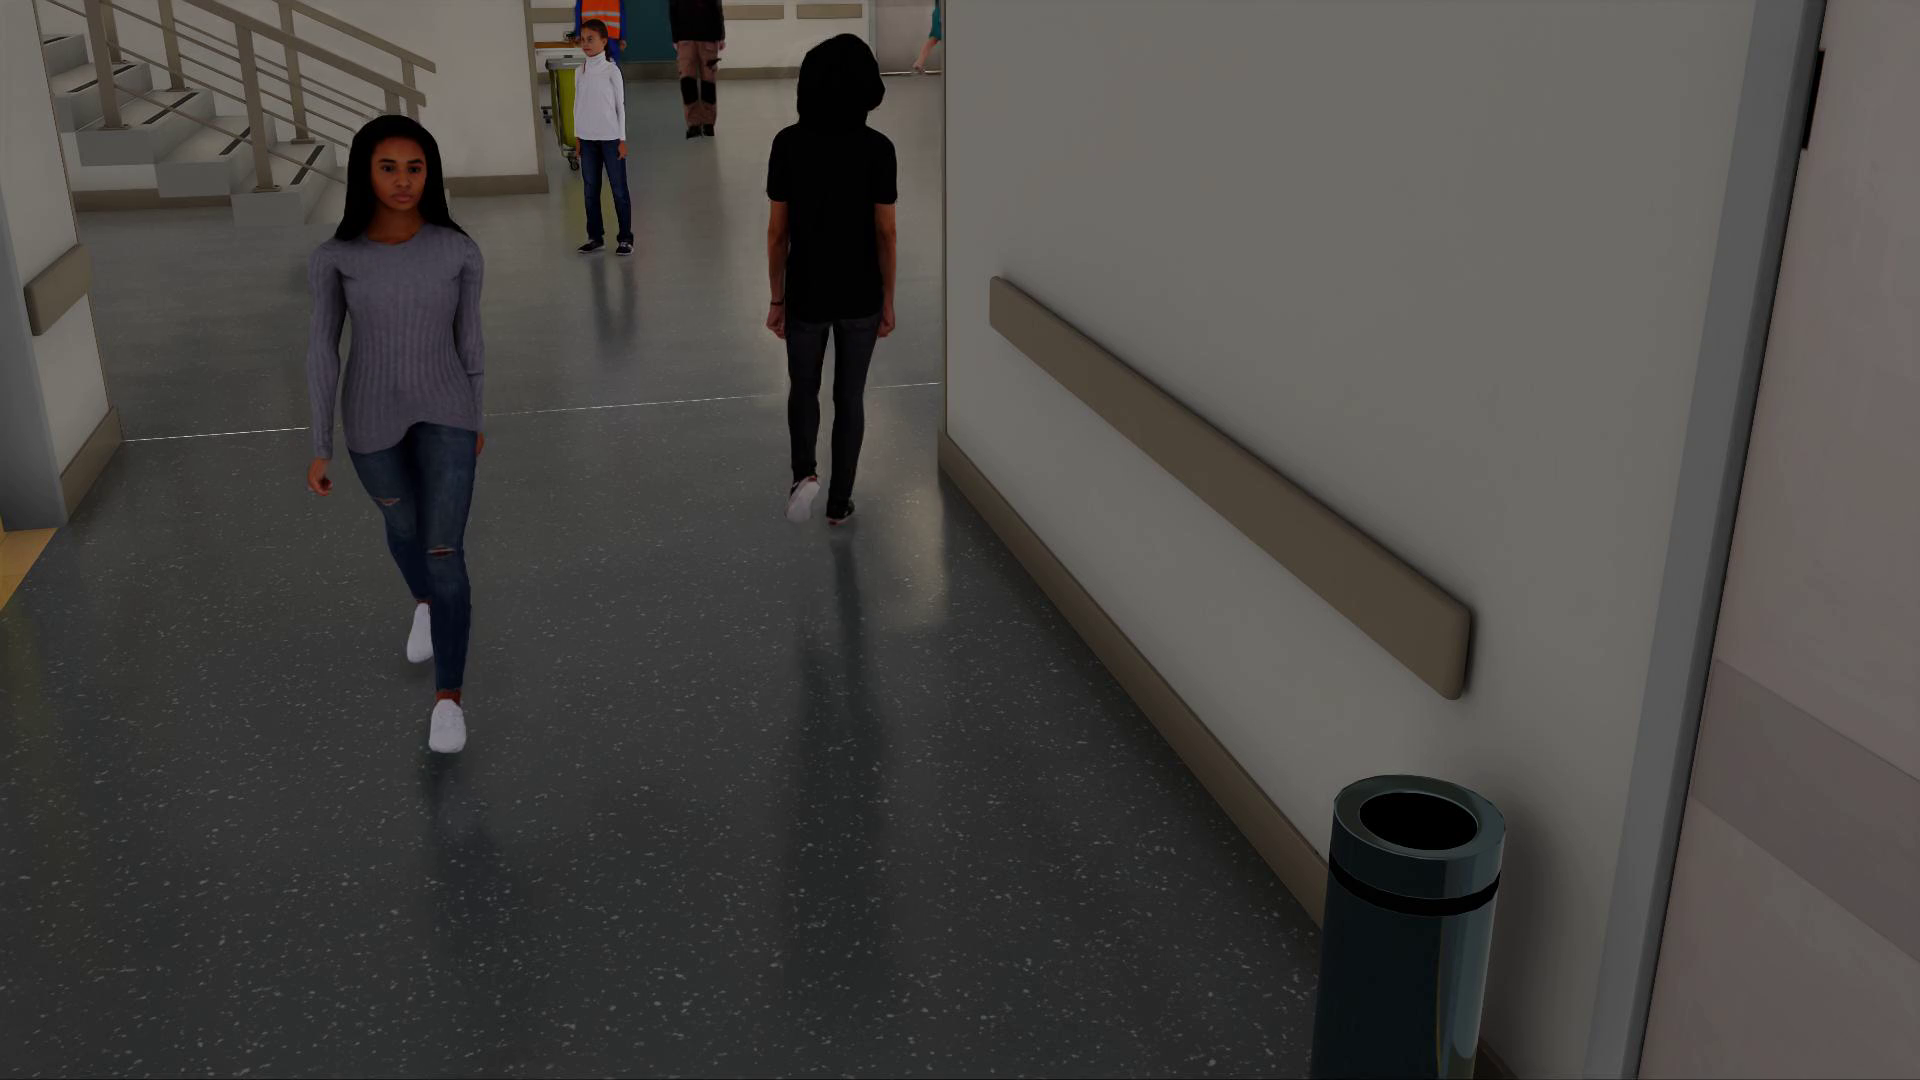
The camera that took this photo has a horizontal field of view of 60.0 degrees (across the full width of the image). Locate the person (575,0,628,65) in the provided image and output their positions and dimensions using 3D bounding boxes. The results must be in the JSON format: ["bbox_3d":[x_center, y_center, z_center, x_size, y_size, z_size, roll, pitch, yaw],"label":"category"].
[{"bbox_3d":[-3.847,-5.366,17.894,1.178,1.814,0.758,-6,22,-16],"label":"person"}]

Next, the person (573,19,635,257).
[{"bbox_3d":[-2.421,-2.724,11.281,0.585,1.558,0.679,5,21,14],"label":"person"}]

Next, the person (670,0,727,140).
[{"bbox_3d":[-2.678,-5.104,17.084,0.932,1.897,0.878,-2,21,-6],"label":"person"}]

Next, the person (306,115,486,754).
[{"bbox_3d":[-1.563,-0.316,4.753,1.152,1.677,0.725,-5,21,-13],"label":"person"}]

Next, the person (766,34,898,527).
[{"bbox_3d":[-0.463,-0.881,6.035,0.814,1.813,0.821,-1,21,-2],"label":"person"}]
